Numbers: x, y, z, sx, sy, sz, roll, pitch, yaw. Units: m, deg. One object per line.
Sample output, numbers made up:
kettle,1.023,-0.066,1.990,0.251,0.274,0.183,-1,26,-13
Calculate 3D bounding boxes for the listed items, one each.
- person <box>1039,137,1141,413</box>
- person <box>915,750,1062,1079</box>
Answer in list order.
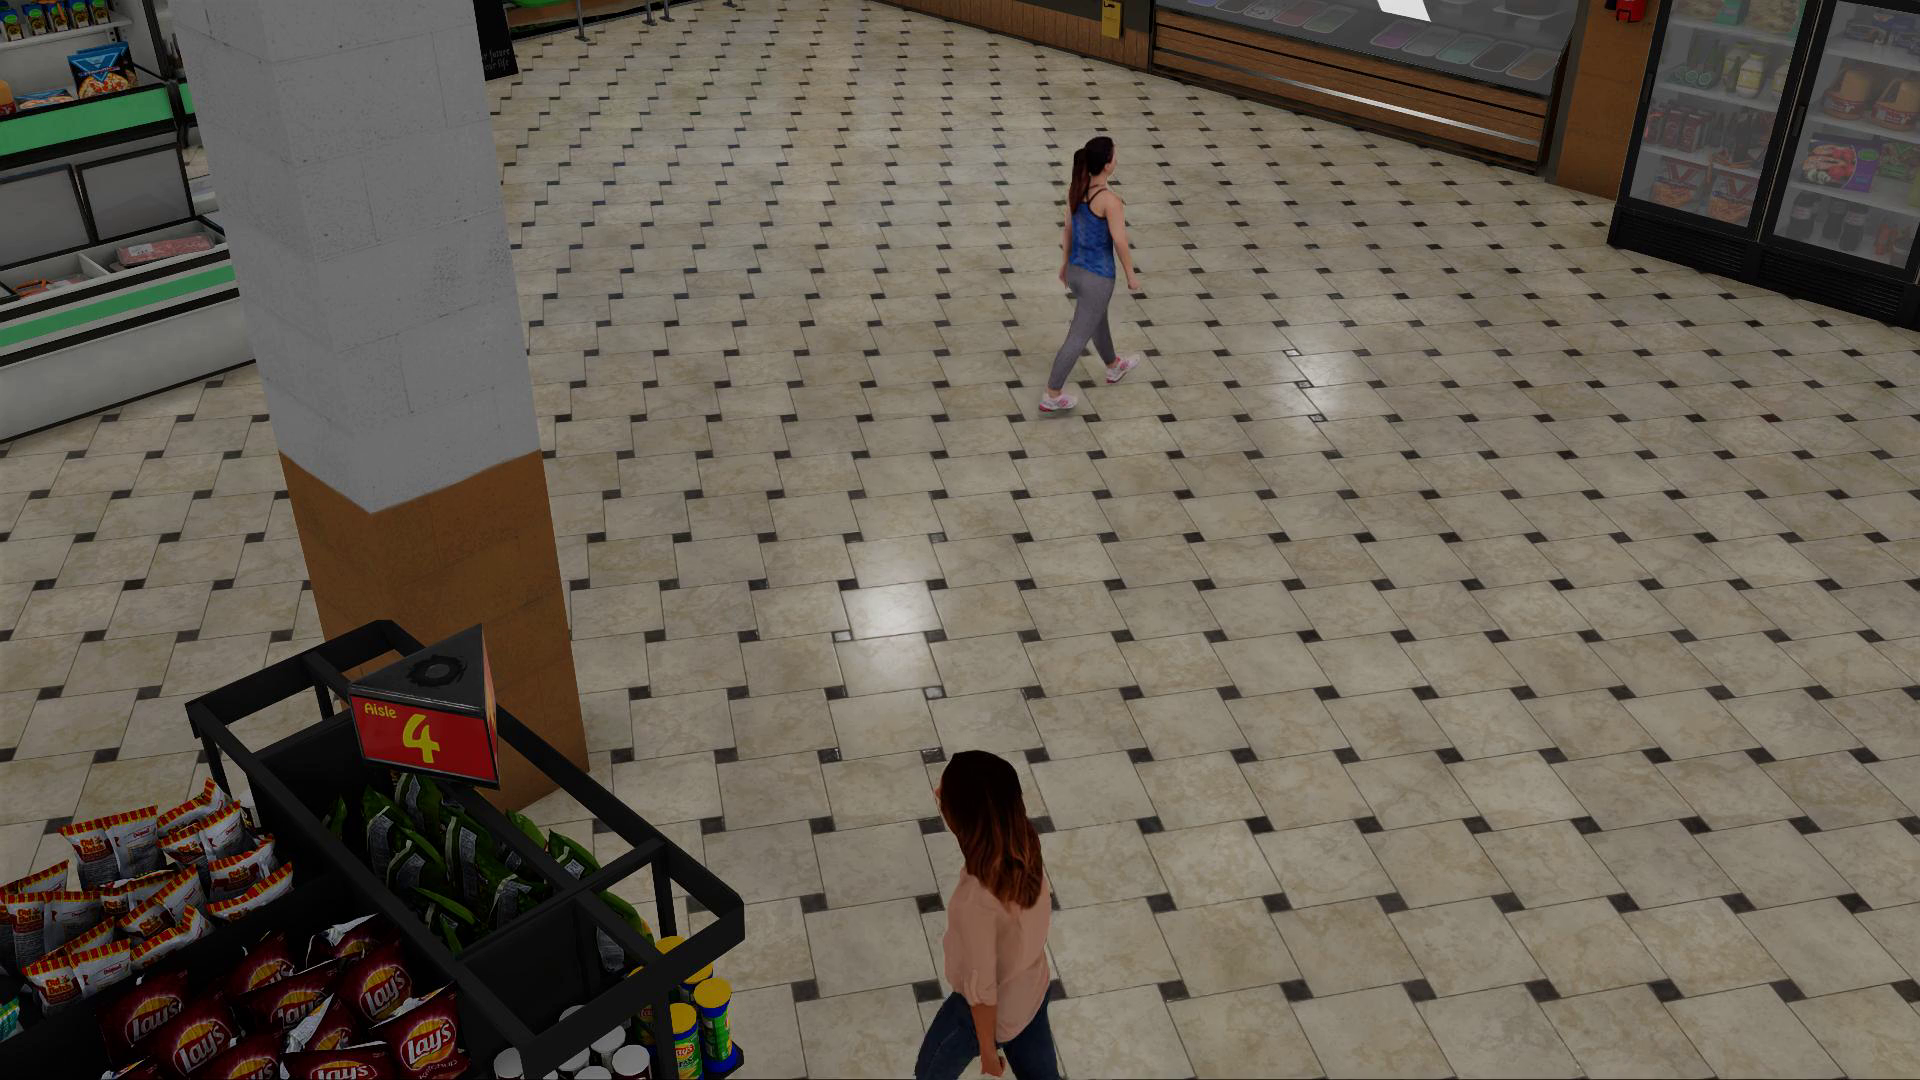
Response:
person,0.686,-1.455,9.440,1.080,1.571,0.718,-19,37,-27
person,0.199,1.345,4.772,0.898,1.749,1.144,15,35,22
